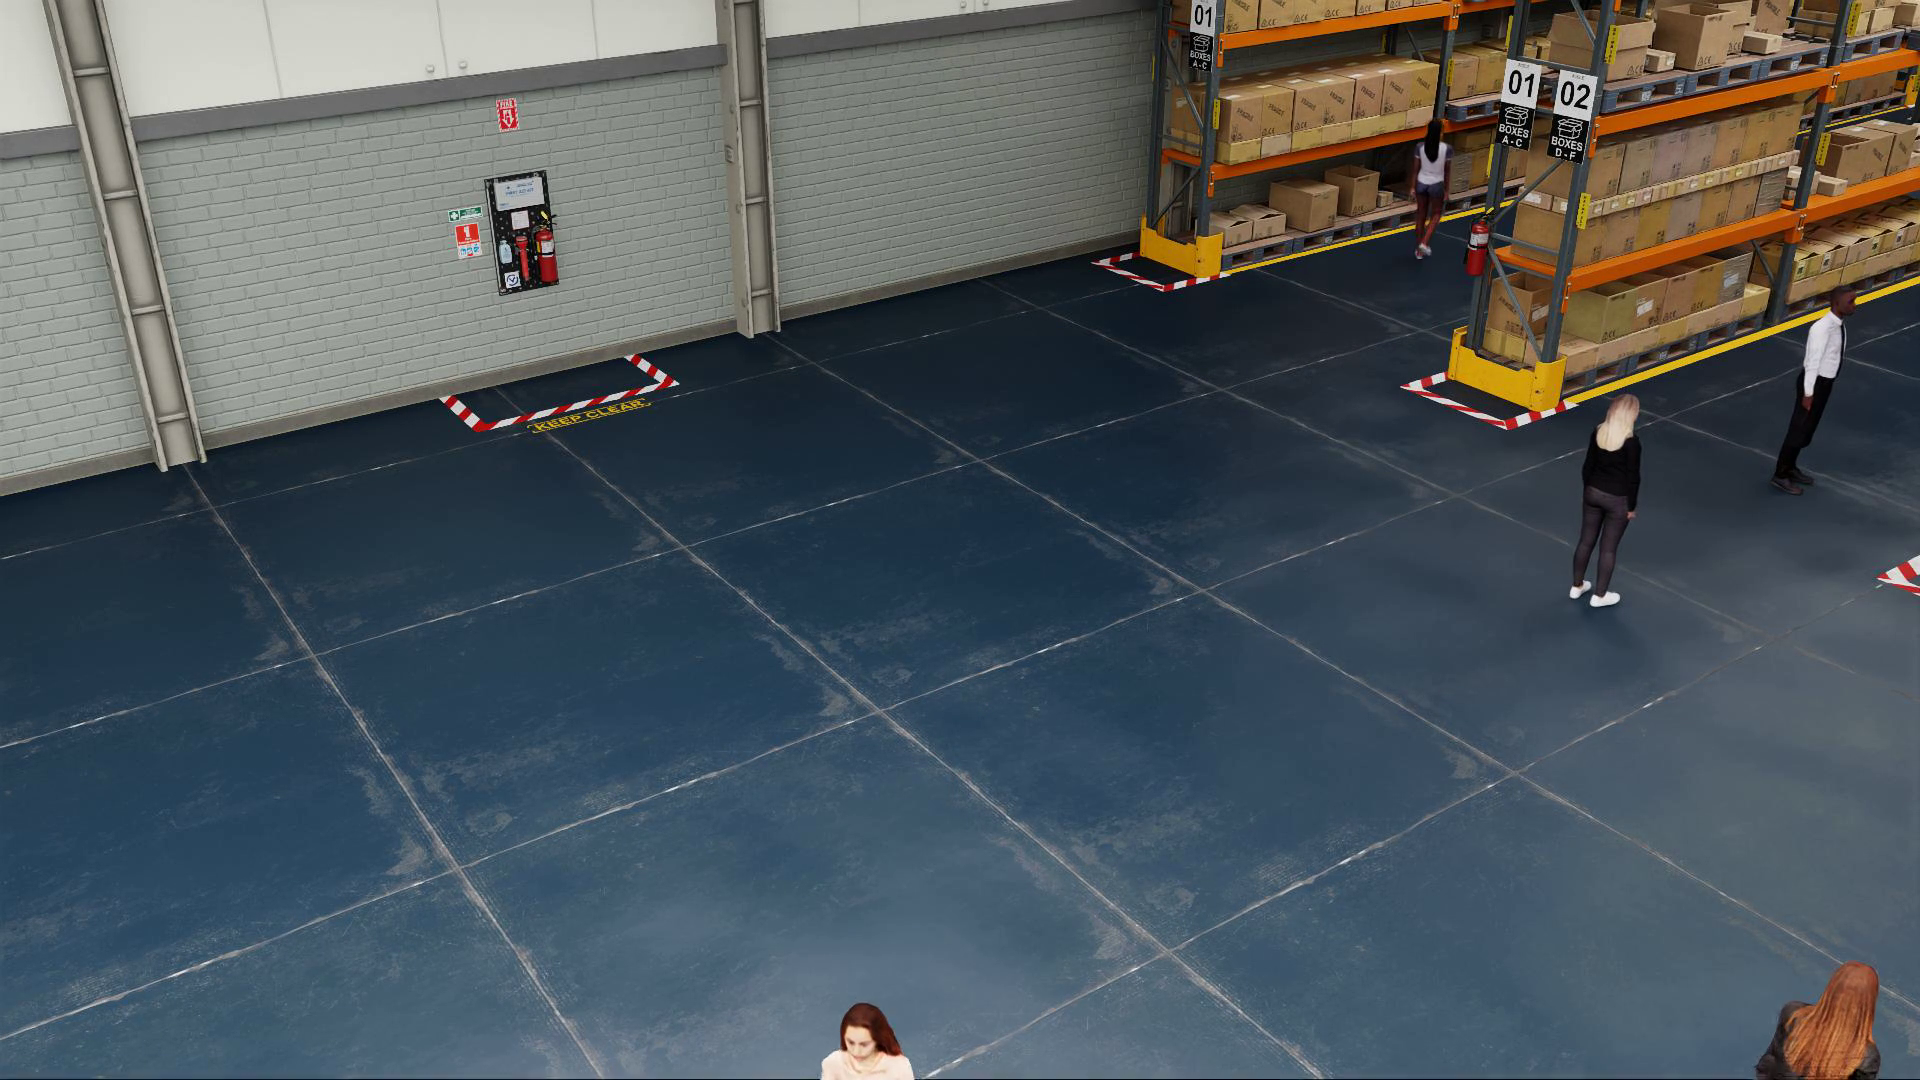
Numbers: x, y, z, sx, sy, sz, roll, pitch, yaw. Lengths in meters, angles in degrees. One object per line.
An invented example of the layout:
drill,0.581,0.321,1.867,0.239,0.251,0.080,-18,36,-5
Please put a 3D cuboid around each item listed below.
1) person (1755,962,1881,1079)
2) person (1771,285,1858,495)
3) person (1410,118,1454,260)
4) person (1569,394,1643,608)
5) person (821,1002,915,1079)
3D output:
person,3.547,2.503,7.089,0.569,1.690,0.605,-18,32,-30
person,7.382,-1.323,14.360,0.741,1.835,0.541,23,35,37
person,5.665,-4.218,20.114,0.784,1.715,0.837,12,29,21
person,4.871,-0.299,12.534,0.515,1.686,0.594,-18,32,-30
person,-0.365,2.557,7.215,0.812,1.477,0.863,3,27,6
